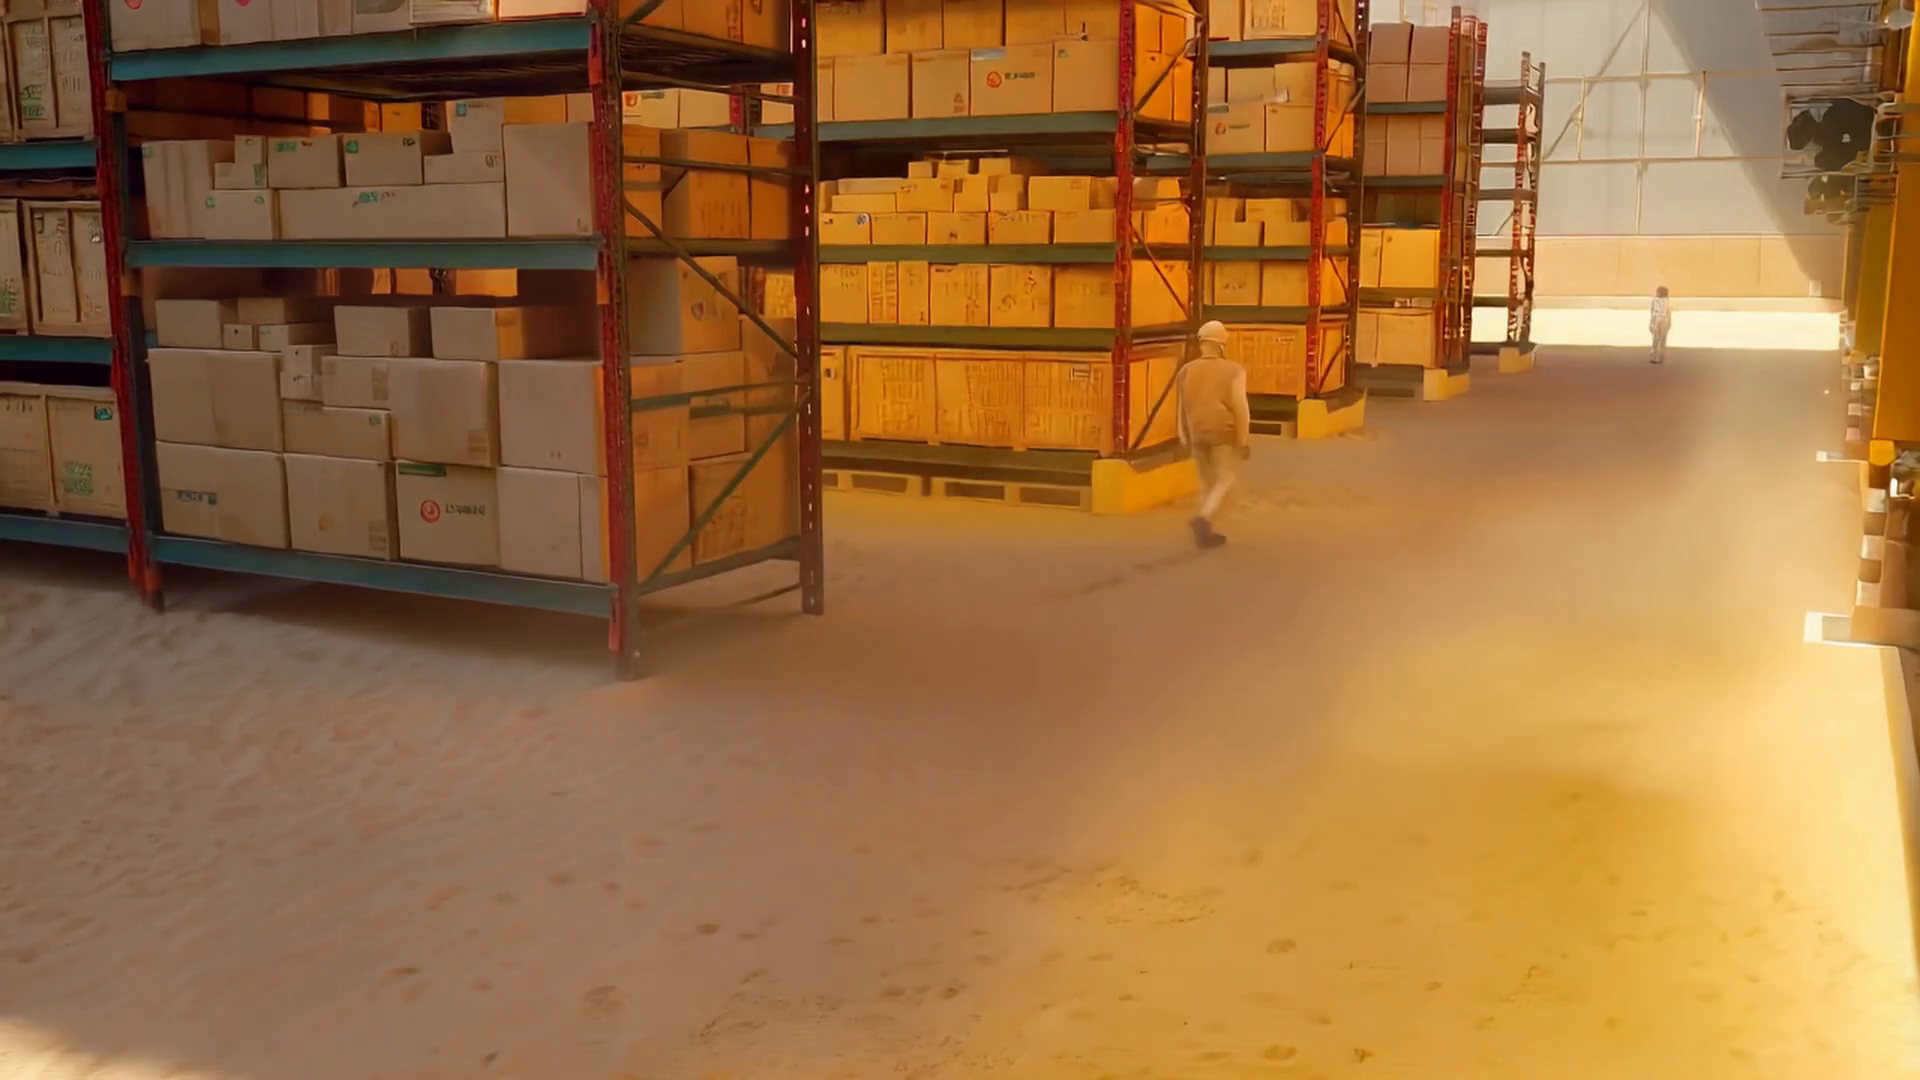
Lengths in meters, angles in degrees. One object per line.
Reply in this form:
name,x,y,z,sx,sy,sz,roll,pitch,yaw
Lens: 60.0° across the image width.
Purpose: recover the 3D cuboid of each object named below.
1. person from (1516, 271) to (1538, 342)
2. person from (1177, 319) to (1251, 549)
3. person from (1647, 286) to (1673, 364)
person,12.630,-5.024,37.067,0.375,1.934,0.548,1,10,3
person,1.954,-0.804,12.970,0.606,1.817,0.627,7,12,37
person,14.712,-4.512,34.947,0.514,1.645,0.309,-3,10,-17
